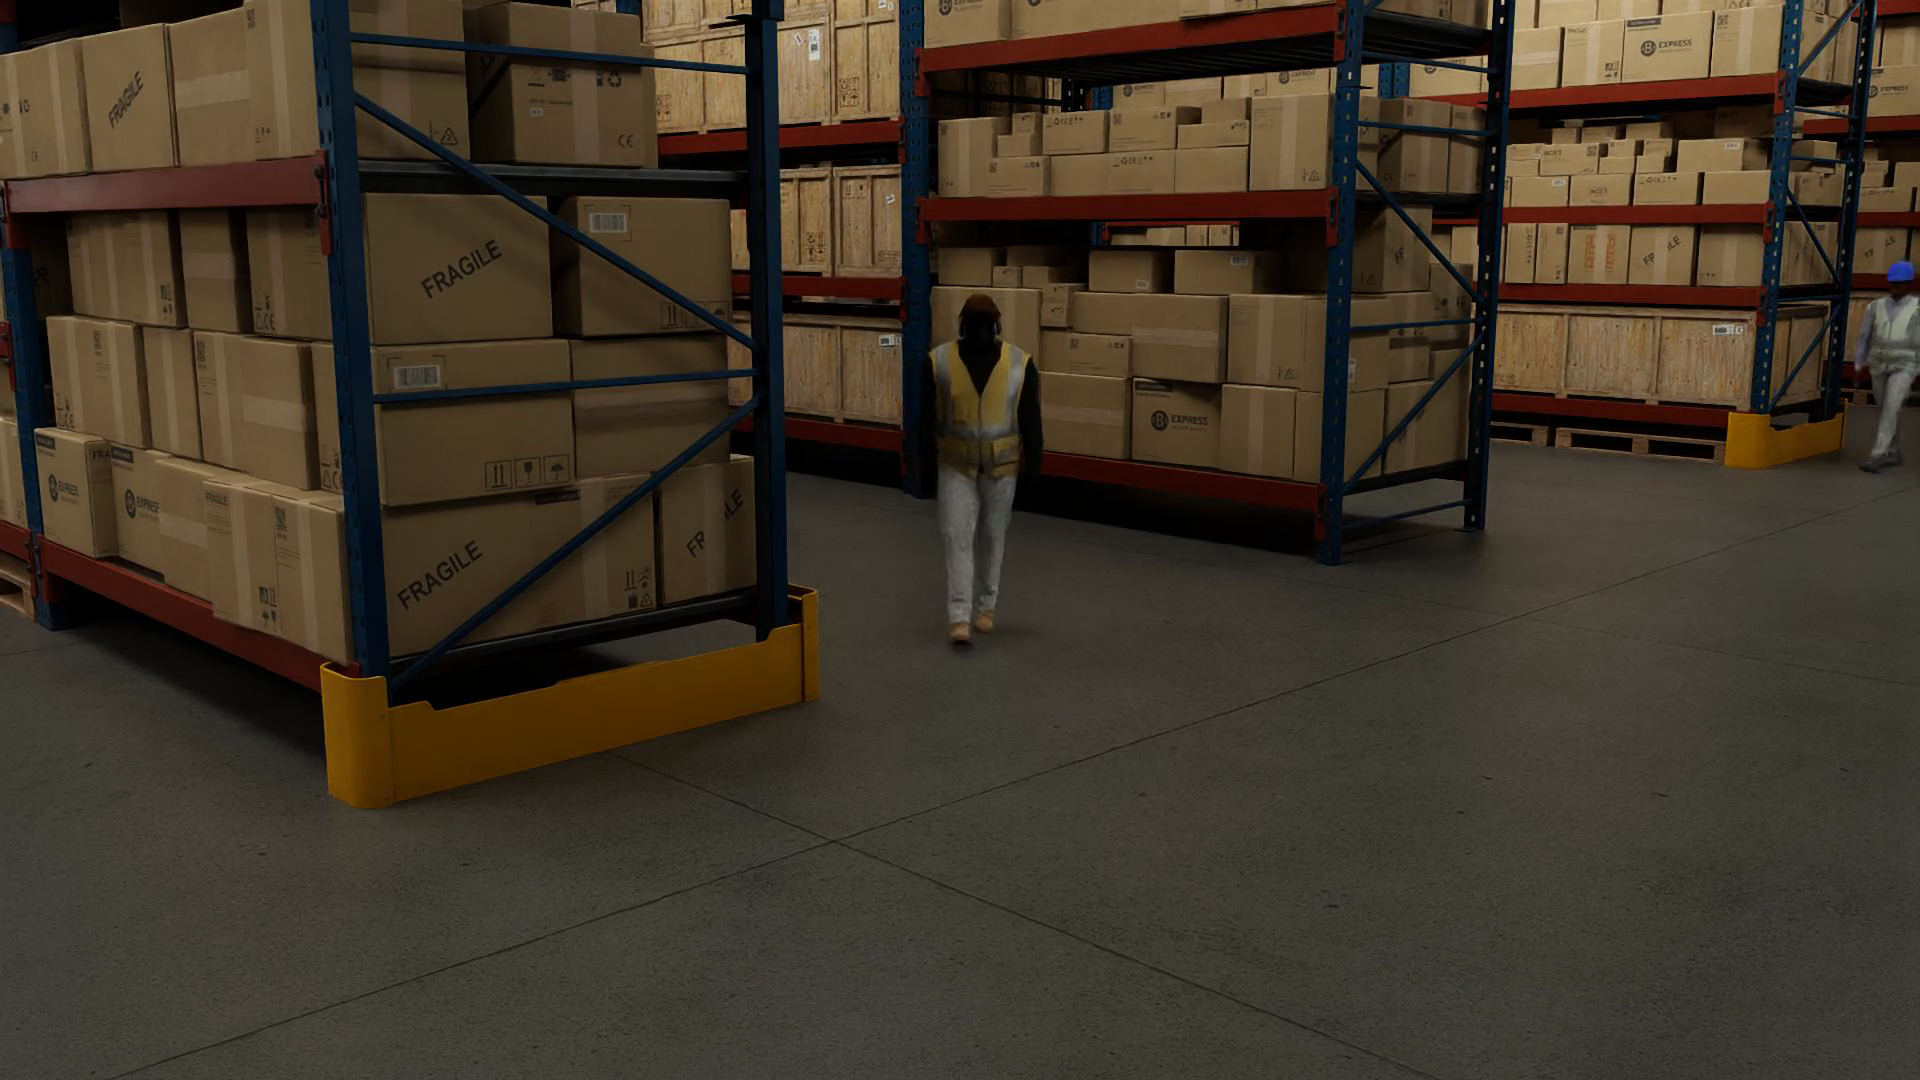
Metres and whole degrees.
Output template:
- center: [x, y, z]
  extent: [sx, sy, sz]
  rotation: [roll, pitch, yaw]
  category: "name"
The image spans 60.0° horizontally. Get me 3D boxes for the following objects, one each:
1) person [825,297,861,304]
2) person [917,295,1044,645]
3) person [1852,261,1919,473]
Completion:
- center: [-1.530, -2.688, 21.410]
  extent: [0.605, 1.814, 0.434]
  rotation: [-9, 14, -41]
  category: "person"
- center: [0.110, -0.353, 8.683]
  extent: [0.660, 1.811, 0.833]
  rotation: [0, 10, -2]
  category: "person"
- center: [8.448, -1.567, 15.082]
  extent: [1.027, 1.896, 0.632]
  rotation: [-8, 13, -38]
  category: "person"
